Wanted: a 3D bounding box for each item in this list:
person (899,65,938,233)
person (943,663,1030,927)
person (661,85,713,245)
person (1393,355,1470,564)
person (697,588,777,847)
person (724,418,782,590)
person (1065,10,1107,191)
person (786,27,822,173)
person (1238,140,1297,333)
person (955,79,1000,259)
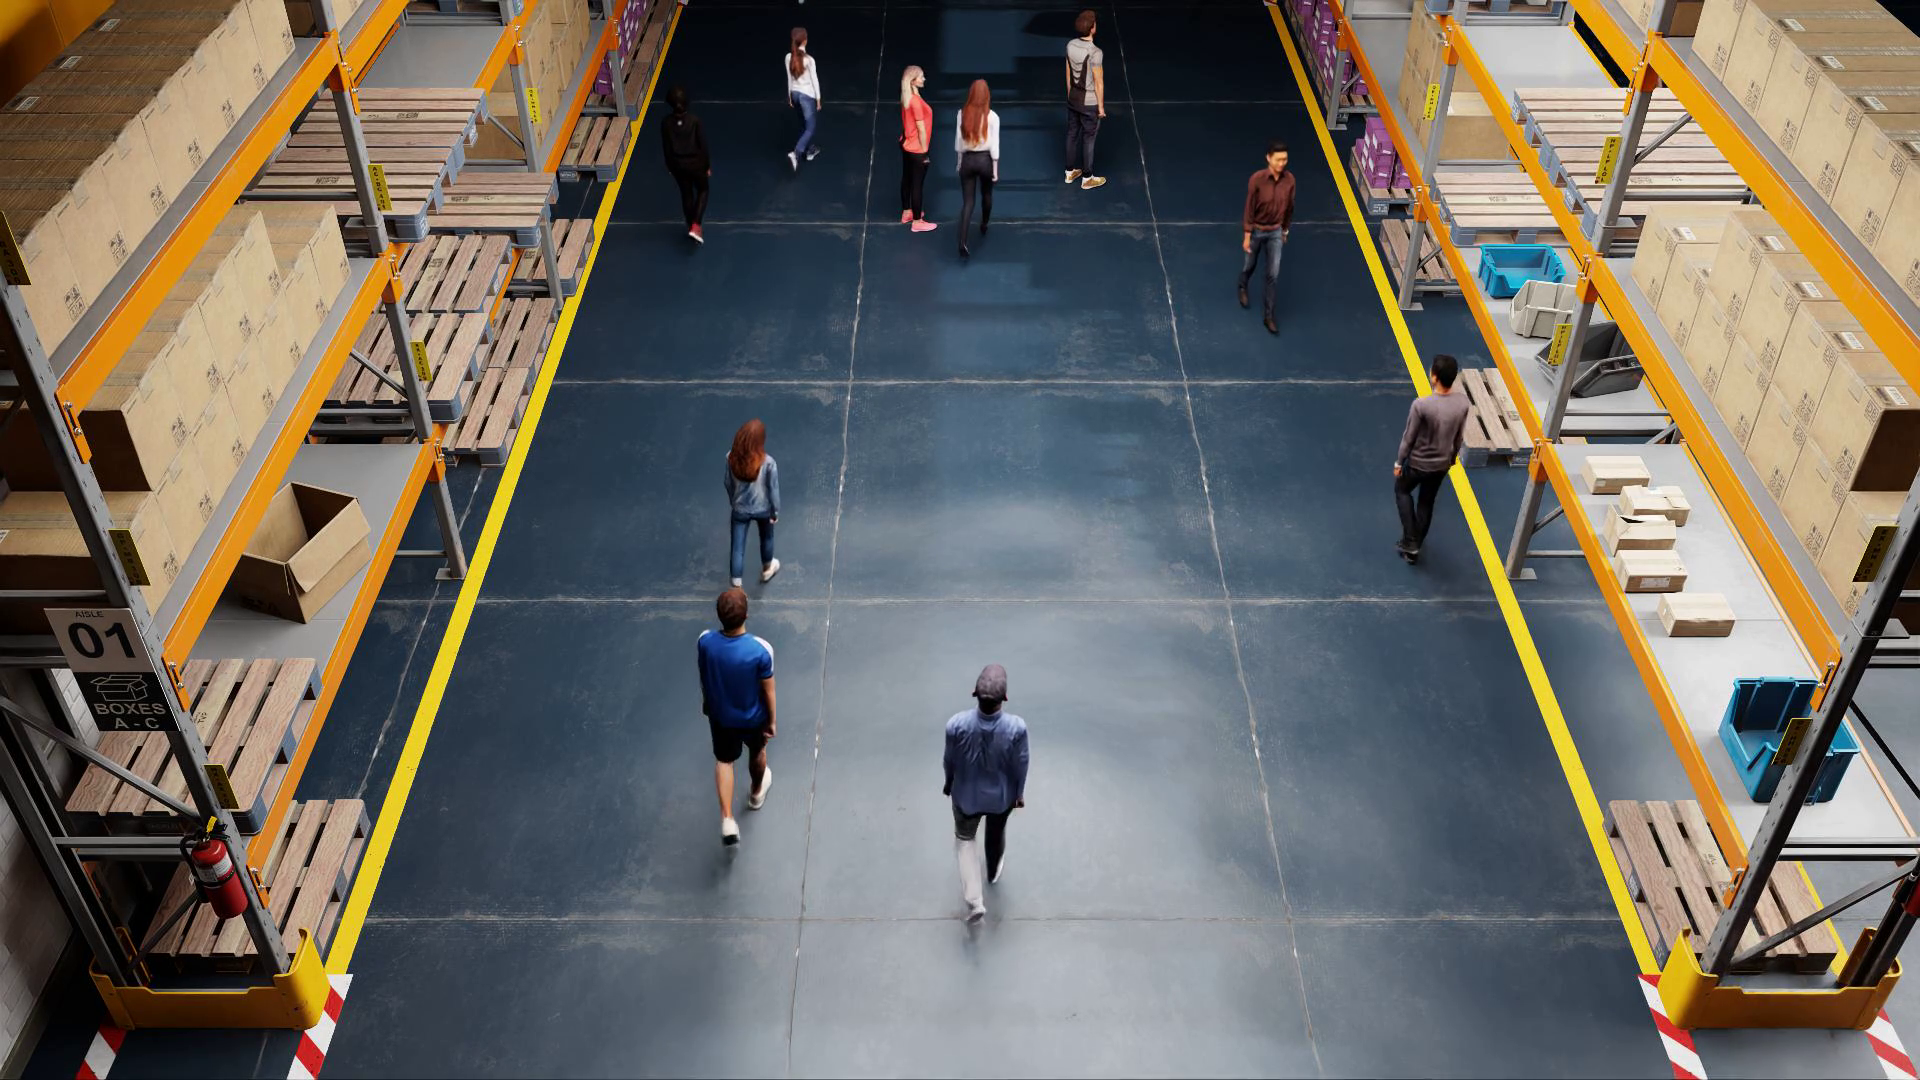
[{"bbox_3d":[-0.469,-3.937,16.691,0.723,1.695,0.594,-14,41,-17],"label":"person"},{"bbox_3d":[0.137,1.509,9.731,0.664,1.871,0.949,-1,39,-1],"label":"person"},{"bbox_3d":[-2.674,-3.638,16.343,0.617,1.662,0.769,2,39,3],"label":"person"},{"bbox_3d":[3.512,-0.532,12.380,0.742,1.755,0.684,-5,39,-6],"label":"person"},{"bbox_3d":[-1.387,1.110,10.249,0.711,1.848,1.093,3,39,4],"label":"person"},{"bbox_3d":[-1.549,-0.200,12.201,0.673,1.460,0.882,1,39,2],"label":"person"},{"bbox_3d":[1.297,-4.596,17.352,0.724,1.900,0.781,31,48,33],"label":"person"},{"bbox_3d":[-1.707,-4.684,17.752,0.793,1.538,1.054,15,41,18],"label":"person"},{"bbox_3d":[2.759,-2.856,15.293,0.707,1.750,1.029,-4,39,-4],"label":"person"},{"bbox_3d":[0.140,-3.566,16.212,0.804,1.714,1.218,9,40,12],"label":"person"}]
